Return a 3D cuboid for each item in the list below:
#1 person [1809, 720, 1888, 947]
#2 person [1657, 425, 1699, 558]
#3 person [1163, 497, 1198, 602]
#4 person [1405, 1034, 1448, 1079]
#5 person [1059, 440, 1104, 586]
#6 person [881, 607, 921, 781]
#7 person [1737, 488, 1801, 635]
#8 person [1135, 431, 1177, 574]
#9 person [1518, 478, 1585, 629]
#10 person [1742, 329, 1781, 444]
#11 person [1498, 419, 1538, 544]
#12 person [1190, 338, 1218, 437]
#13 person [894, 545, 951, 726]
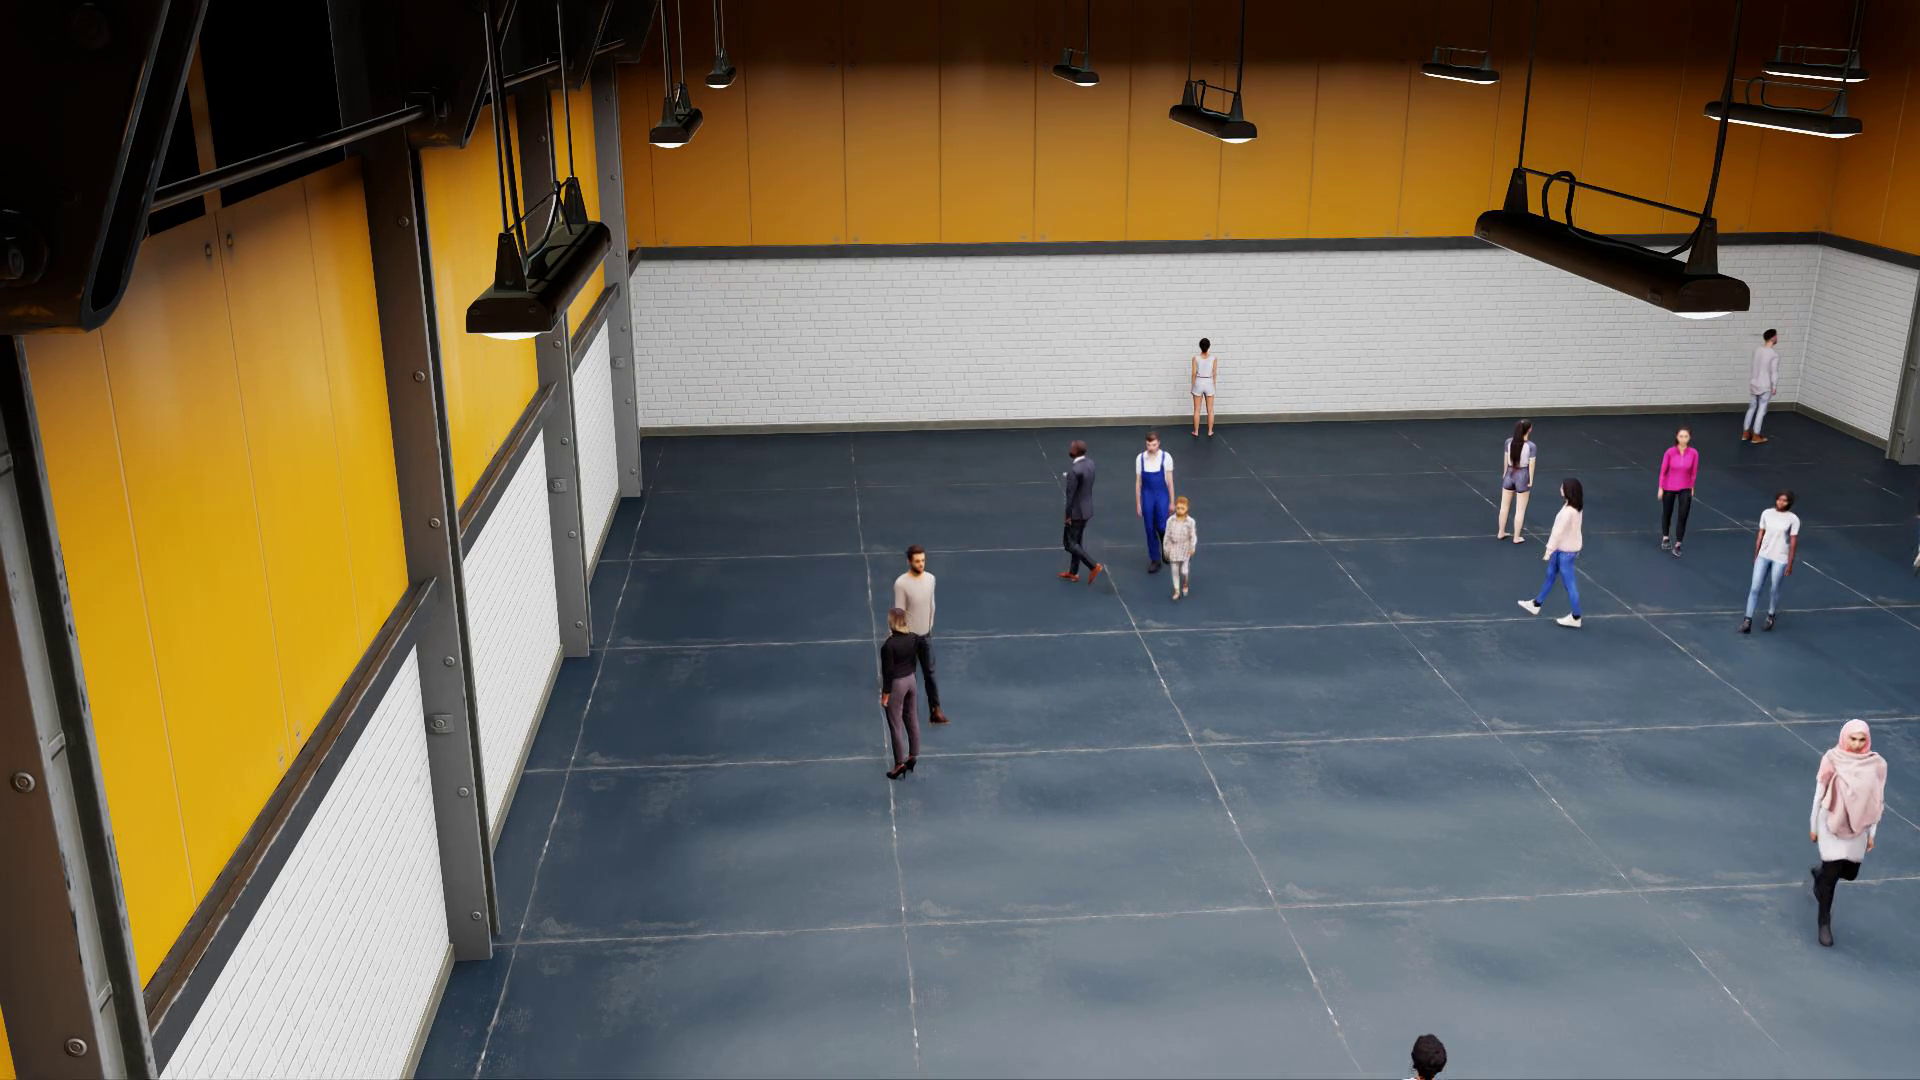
[{"bbox_3d":[6.771,2.193,12.798,0.793,1.788,1.044,4,19,11],"label":"person"},{"bbox_3d":[9.242,-0.669,21.468,0.787,1.677,0.966,5,19,15],"label":"person"},{"bbox_3d":[2.634,0.078,19.841,0.625,1.300,0.665,7,20,19],"label":"person"},{"bbox_3d":[2.682,3.527,9.718,0.581,1.224,0.924,2,19,5],"label":"person"},{"bbox_3d":[1.500,-0.312,20.203,1.025,1.809,0.994,11,22,30],"label":"person"},{"bbox_3d":[-0.540,1.406,15.323,0.734,1.667,0.673,15,24,37],"label":"person"},{"bbox_3d":[9.209,0.228,18.770,1.017,1.698,0.986,-18,25,-42],"label":"person"},{"bbox_3d":[2.457,-0.518,20.790,0.830,1.824,0.911,5,19,13],"label":"person"},{"bbox_3d":[6.974,0.172,18.878,1.101,1.737,1.061,13,23,35],"label":"person"},{"bbox_3d":[12.817,-2.477,26.587,0.800,1.837,0.608,-7,20,-20],"label":"person"},{"bbox_3d":[7.315,-0.783,21.856,0.647,1.646,0.717,16,25,40],"label":"person"},{"bbox_3d":[3.951,-2.482,26.972,0.599,1.601,0.585,1,19,3],"label":"person"},{"bbox_3d":[-0.519,0.918,16.522,0.967,1.827,1.186,-10,21,-26],"label":"person"}]
